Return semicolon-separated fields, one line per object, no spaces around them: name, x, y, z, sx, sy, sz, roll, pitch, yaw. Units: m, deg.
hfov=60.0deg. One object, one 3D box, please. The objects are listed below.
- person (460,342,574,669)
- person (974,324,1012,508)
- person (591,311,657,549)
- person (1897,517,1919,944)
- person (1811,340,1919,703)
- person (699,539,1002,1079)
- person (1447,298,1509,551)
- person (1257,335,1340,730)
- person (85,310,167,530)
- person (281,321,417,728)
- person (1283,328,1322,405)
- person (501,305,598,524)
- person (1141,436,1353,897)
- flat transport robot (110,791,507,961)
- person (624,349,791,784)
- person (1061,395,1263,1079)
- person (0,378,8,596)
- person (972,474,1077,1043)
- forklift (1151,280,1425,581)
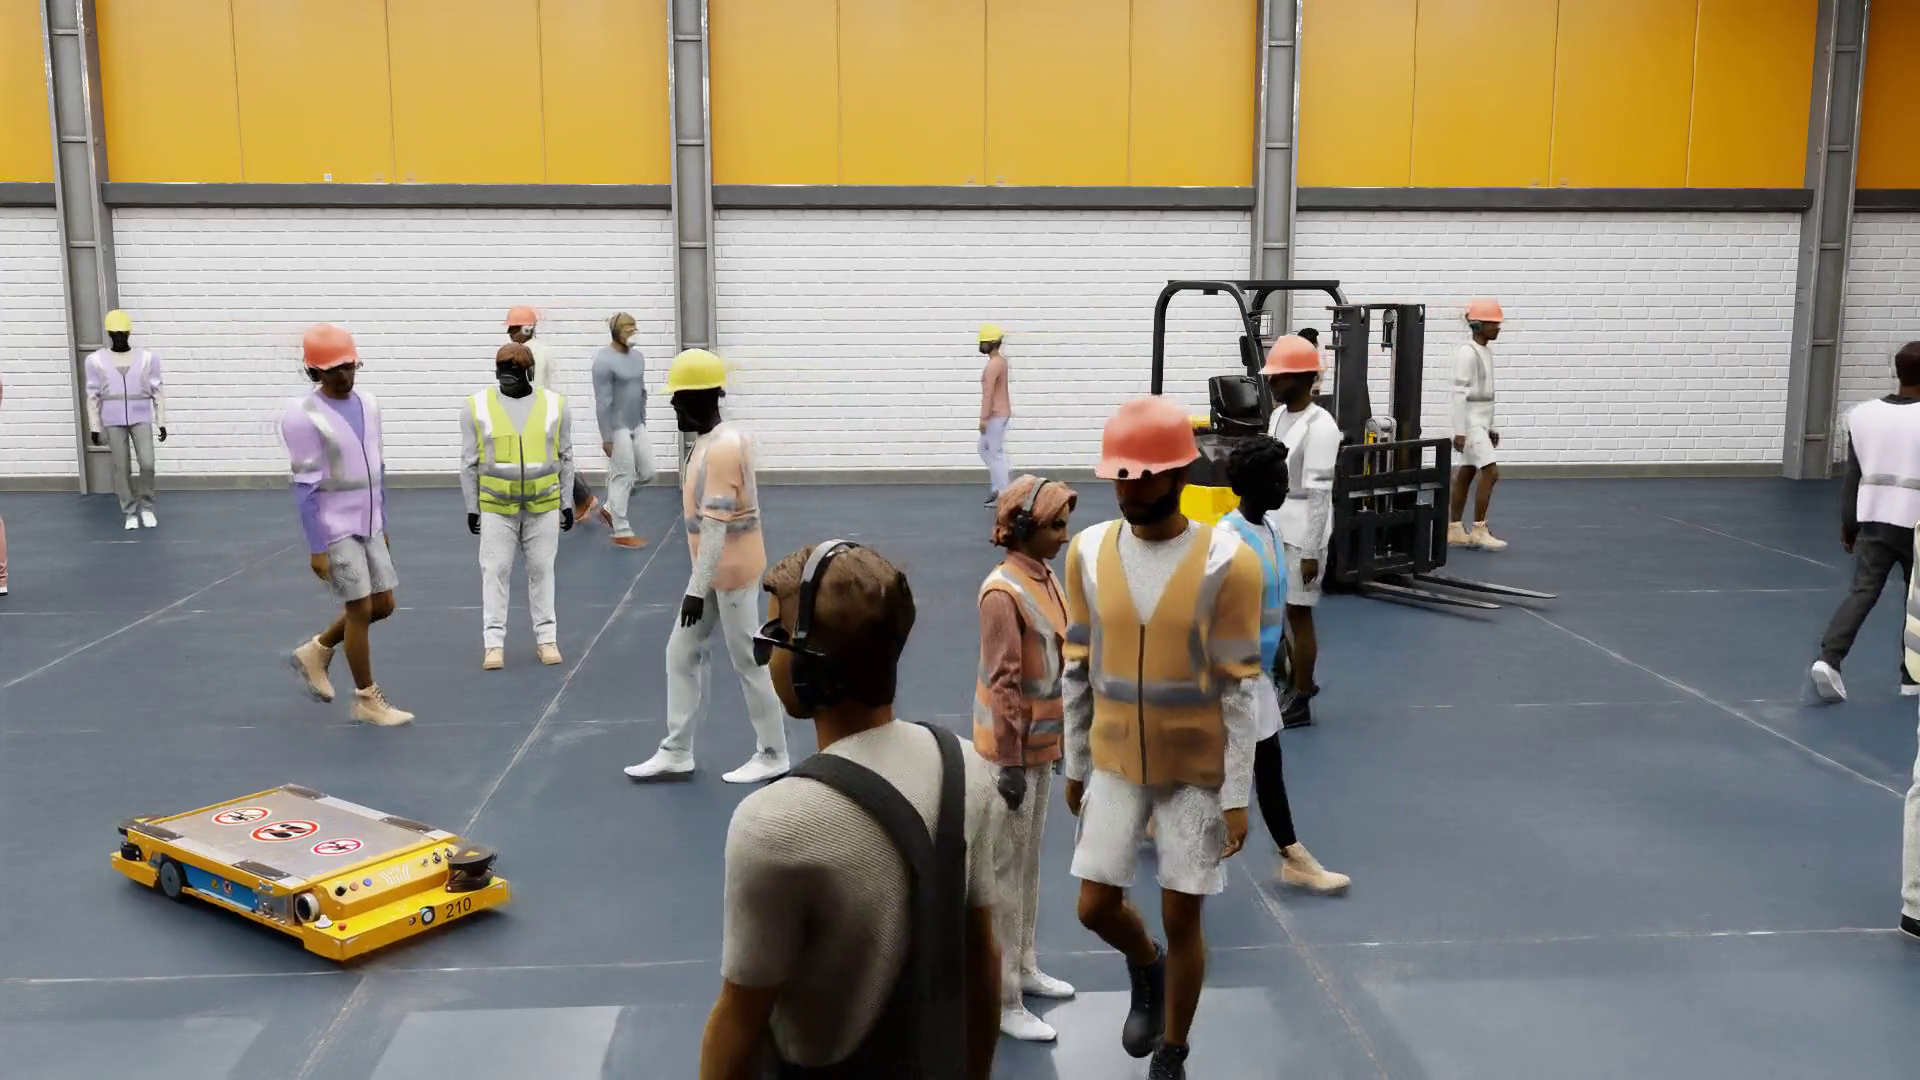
person;-2.487;-0.194;9.412;0.623;1.841;0.430;-3;10;-20
person;0.306;-1.172;15.817;0.467;1.748;0.552;2;9;15
person;-2.732;-0.880;13.446;0.492;1.923;0.658;3;10;20
person;3.332;0.437;5.466;0.404;1.832;0.596;9;13;43
person;4.814;-0.087;8.602;0.898;1.891;0.599;-6;11;-32
person;-0.191;0.905;2.530;0.416;1.829;0.521;5;10;30
person;4.238;-0.913;13.330;0.686;2.024;0.636;5;10;30
person;1.590;-0.022;8.047;0.400;1.926;0.567;-3;9;-18
person;-7.208;-1.027;14.390;0.612;1.912;0.500;-4;10;-25
person;-3.044;-0.062;8.072;0.643;2.005;0.620;3;10;19
person;3.471;-1.303;16.846;0.321;1.689;0.530;-4;10;-25
person;-3.681;-1.075;14.564;0.936;1.967;0.607;-6;11;-34
person;0.996;0.430;6.100;0.897;1.649;0.534;4;10;25
flat transport robot;-2.345;1.141;5.930;1.431;0.197;0.652;7;11;35
person;-1.118;0.140;7.119;0.835;1.892;0.610;-3;10;-20
person;0.522;0.573;4.351;0.551;1.917;0.526;4;10;24
person;-6.744;-0.521;11.238;0.411;1.913;0.643;0;9;3
person;0.189;0.623;4.901;0.311;1.640;0.513;2;9;15
forklift;2.301;-0.860;12.475;1.214;2.155;2.313;-6;11;-35
